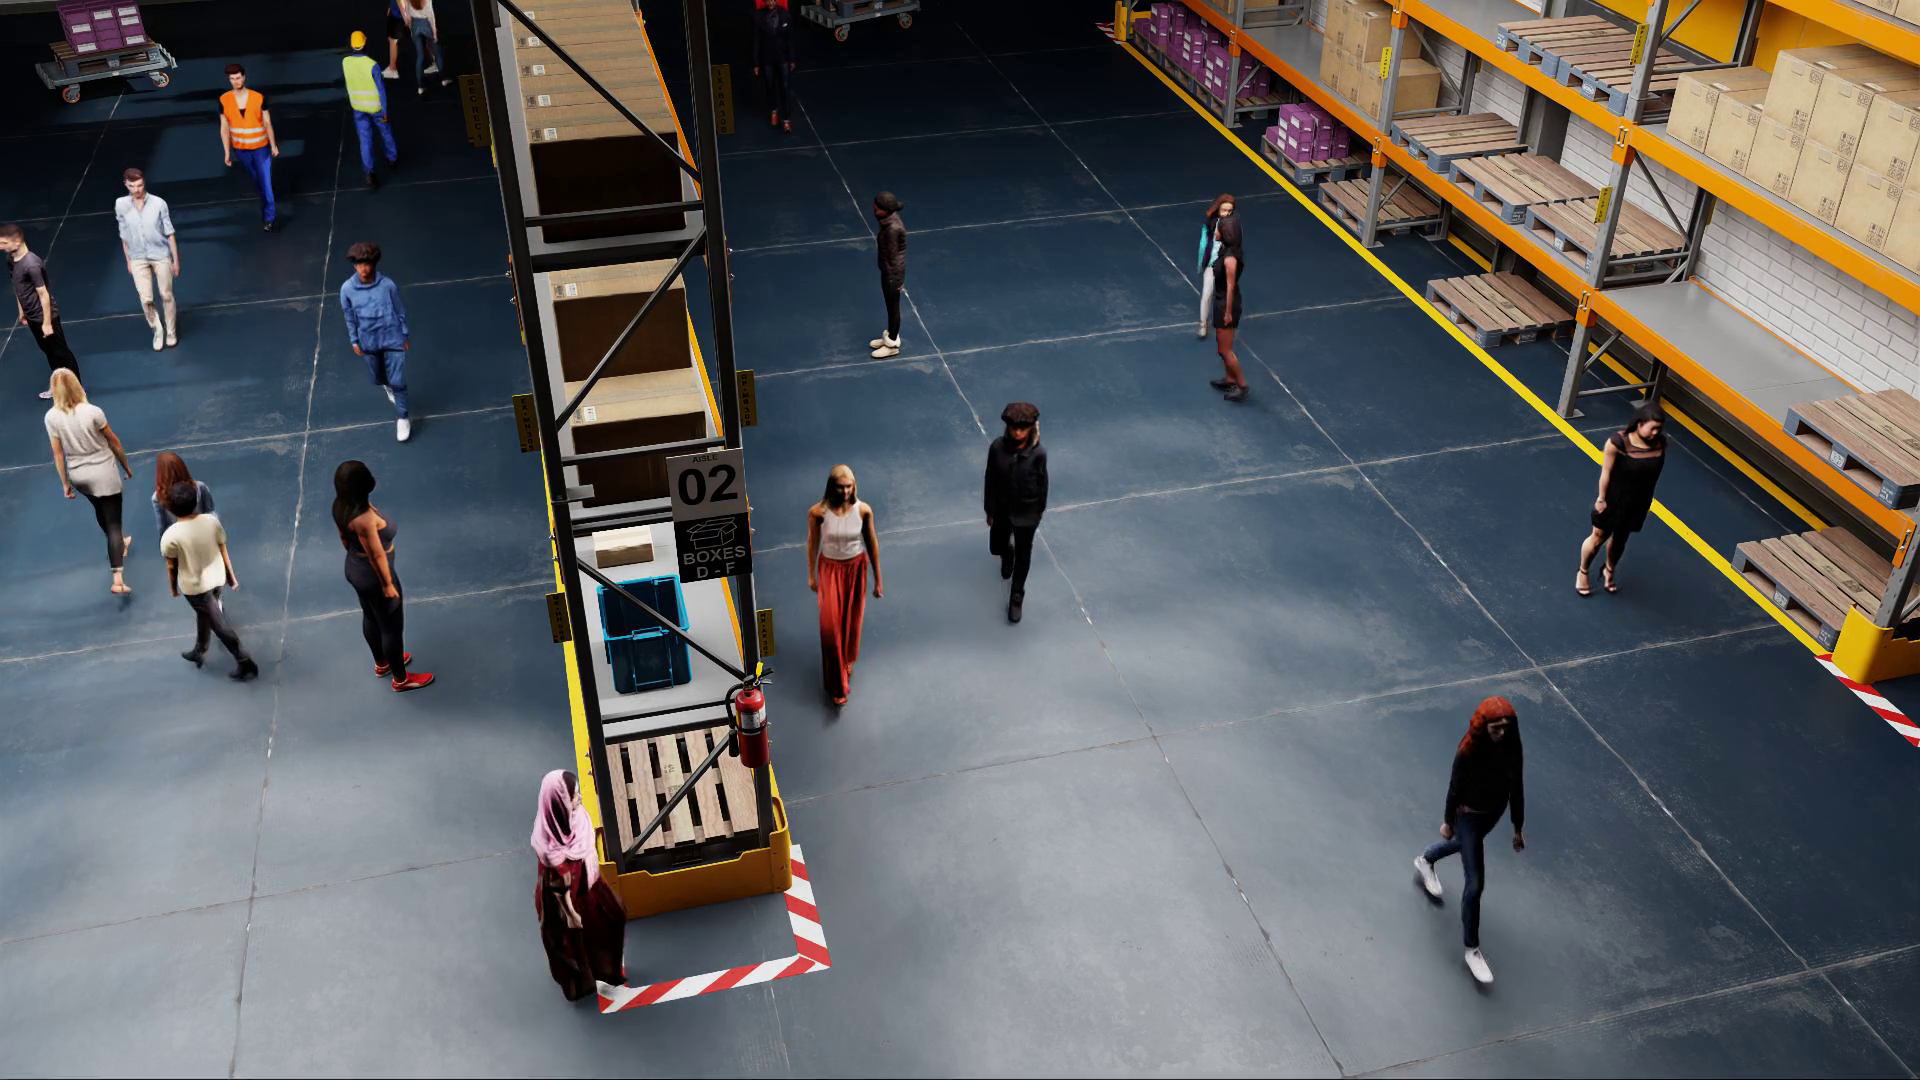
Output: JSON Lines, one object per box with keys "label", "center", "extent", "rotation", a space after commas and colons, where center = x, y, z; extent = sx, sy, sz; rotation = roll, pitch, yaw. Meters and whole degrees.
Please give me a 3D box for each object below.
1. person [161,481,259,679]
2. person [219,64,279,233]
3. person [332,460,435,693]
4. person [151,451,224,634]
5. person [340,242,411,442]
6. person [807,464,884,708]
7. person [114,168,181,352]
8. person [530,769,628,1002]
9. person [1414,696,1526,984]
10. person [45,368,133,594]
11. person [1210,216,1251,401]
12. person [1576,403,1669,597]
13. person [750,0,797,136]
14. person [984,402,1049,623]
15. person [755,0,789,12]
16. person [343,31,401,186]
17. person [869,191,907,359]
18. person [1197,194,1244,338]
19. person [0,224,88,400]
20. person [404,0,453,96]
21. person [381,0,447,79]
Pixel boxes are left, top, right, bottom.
{"label": "person", "center": [-5.273, 0.332, 11.746], "extent": [0.929, 1.560, 0.902], "rotation": [12, 35, 18]}
{"label": "person", "center": [-7.937, -4.430, 18.661], "extent": [0.778, 1.836, 1.262], "rotation": [-5, 34, -7]}
{"label": "person", "center": [-4.117, 0.240, 11.654], "extent": [0.822, 1.815, 0.711], "rotation": [-26, 42, -34]}
{"label": "person", "center": [-5.648, 0.036, 12.280], "extent": [0.694, 1.461, 0.884], "rotation": [-18, 38, -25]}
{"label": "person", "center": [-5.144, -1.827, 14.789], "extent": [0.740, 1.787, 1.060], "rotation": [-5, 34, -8]}
{"label": "person", "center": [-0.835, 0.206, 11.736], "extent": [0.681, 1.781, 1.020], "rotation": [-6, 34, -9]}
{"label": "person", "center": [-7.850, -2.777, 16.182], "extent": [0.695, 1.828, 0.679], "rotation": [-10, 35, -15]}
{"label": "person", "center": [-2.258, 1.931, 9.289], "extent": [0.856, 1.617, 0.790], "rotation": [12, 35, 17]}
{"label": "person", "center": [2.969, 1.588, 9.693], "extent": [0.615, 1.740, 1.204], "rotation": [-9, 35, -13]}
{"label": "person", "center": [-6.584, -0.410, 12.659], "extent": [0.622, 1.785, 1.167], "rotation": [-8, 34, -12]}
{"label": "person", "center": [2.502, -2.120, 15.303], "extent": [0.846, 1.707, 0.714], "rotation": [-4, 34, -5]}
{"label": "person", "center": [4.994, -0.305, 12.572], "extent": [0.659, 1.707, 0.639], "rotation": [-4, 34, -7]}
{"label": "person", "center": [-2.374, -6.139, 21.291], "extent": [0.836, 1.772, 1.178], "rotation": [-4, 34, -6]}
{"label": "person", "center": [0.408, -0.282, 12.480], "extent": [0.838, 1.769, 1.035], "rotation": [4, 34, 5]}
{"label": "person", "center": [-2.618, -7.339, 23.120], "extent": [0.603, 1.746, 0.588], "rotation": [-8, 34, -12]}
{"label": "person", "center": [-7.035, -5.073, 19.685], "extent": [0.825, 1.772, 1.287], "rotation": [-2, 34, -2]}
{"label": "person", "center": [-0.648, -2.572, 16.024], "extent": [0.631, 1.660, 0.557], "rotation": [10, 35, 14]}
{"label": "person", "center": [2.569, -2.739, 16.430], "extent": [0.707, 1.489, 0.803], "rotation": [7, 34, 10]}
{"label": "person", "center": [-8.379, -2.061, 15.164], "extent": [0.698, 1.760, 0.781], "rotation": [22, 39, 29]}
{"label": "person", "center": [-7.256, -6.830, 22.393], "extent": [0.860, 1.701, 1.137], "rotation": [4, 34, 6]}
{"label": "person", "center": [-7.613, -7.287, 22.970], "extent": [0.880, 1.824, 1.180], "rotation": [-1, 34, -1]}
